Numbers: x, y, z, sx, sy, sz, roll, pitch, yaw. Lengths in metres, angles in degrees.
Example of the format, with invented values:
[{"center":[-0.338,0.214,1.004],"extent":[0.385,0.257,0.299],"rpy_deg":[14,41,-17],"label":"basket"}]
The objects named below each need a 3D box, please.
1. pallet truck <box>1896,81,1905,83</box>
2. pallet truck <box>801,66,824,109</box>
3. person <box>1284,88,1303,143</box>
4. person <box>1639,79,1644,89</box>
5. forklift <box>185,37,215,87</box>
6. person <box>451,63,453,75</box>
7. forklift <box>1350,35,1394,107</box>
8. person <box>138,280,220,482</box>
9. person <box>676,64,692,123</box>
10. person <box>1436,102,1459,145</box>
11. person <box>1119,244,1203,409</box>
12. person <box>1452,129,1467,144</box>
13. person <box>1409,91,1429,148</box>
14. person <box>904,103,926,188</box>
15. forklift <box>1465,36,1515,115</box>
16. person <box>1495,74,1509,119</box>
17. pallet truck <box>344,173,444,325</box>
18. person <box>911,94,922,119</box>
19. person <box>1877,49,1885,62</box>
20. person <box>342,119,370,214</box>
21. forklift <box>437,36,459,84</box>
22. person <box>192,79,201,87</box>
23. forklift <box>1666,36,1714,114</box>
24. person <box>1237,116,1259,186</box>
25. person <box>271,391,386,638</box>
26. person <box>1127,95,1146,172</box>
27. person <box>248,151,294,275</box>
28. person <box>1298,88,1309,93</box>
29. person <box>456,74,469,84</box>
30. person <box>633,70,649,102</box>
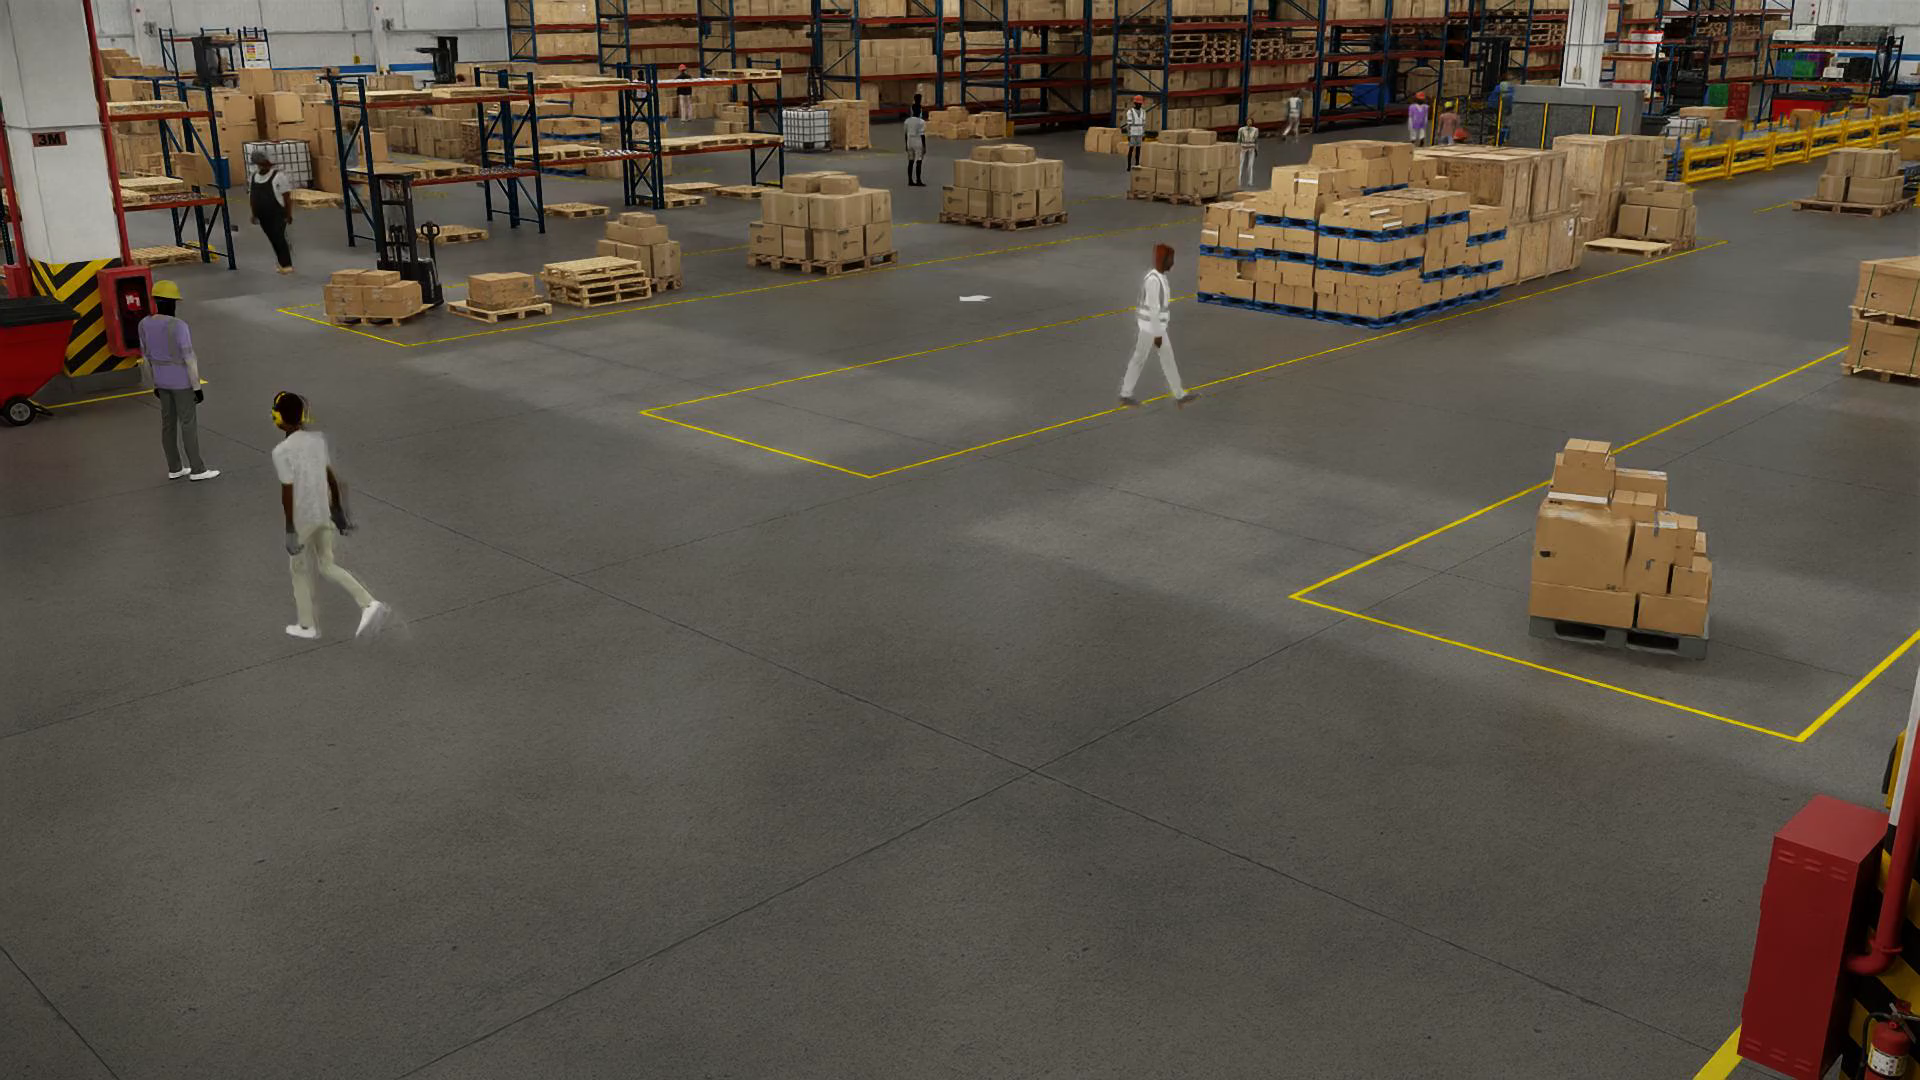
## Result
[{"center":[34.802,-16.331,61.455],"extent":[0.653,1.274,1.630],"rpy_deg":[17,25,41],"label":"pallet truck"},{"center":[-4.812,-15.182,56.903],"extent":[0.823,1.965,1.885],"rpy_deg":[-9,21,-26],"label":"pallet truck"},{"center":[10.154,-12.906,50.629],"extent":[0.480,1.627,0.518],"rpy_deg":[-17,25,-41],"label":"person"},{"center":[22.751,-14.694,56.026],"extent":[0.494,1.612,0.695],"rpy_deg":[-9,20,-26],"label":"person"},{"center":[-27.859,-17.141,61.425],"extent":[1.873,2.768,1.129],"rpy_deg":[1,18,3],"label":"forklift"},{"center":[-20.463,-18.451,66.931],"extent":[0.542,1.896,0.988],"rpy_deg":[-7,19,-19],"label":"person"},{"center":[15.928,-17.685,63.064],"extent":[1.873,2.768,1.129],"rpy_deg":[-9,20,-25],"label":"forklift"},{"center":[-7.457,-1.508,15.823],"extent":[0.586,1.921,0.375],"rpy_deg":[6,19,18],"label":"person"},{"center":[-9.661,-15.618,58.217],"extent":[0.610,1.996,0.378],"rpy_deg":[-15,24,-39],"label":"person"},{"center":[12.728,-10.479,43.180],"extent":[0.662,1.720,0.461],"rpy_deg":[8,20,22],"label":"person"},{"center":[2.235,-2.360,18.532],"extent":[0.966,1.825,0.643],"rpy_deg":[7,20,20],"label":"person"},{"center":[9.734,-7.121,32.779],"extent":[0.987,1.883,0.574],"rpy_deg":[-7,20,-21],"label":"person"},{"center":[12.285,-11.020,44.505],"extent":[0.544,1.892,0.932],"rpy_deg":[0,18,0],"label":"person"},{"center":[-1.053,-9.343,39.378],"extent":[0.608,1.960,0.371],"rpy_deg":[14,23,36],"label":"person"},{"center":[19.973,-17.201,61.605],"extent":[1.873,2.768,1.129],"rpy_deg":[16,24,40],"label":"forklift"},{"center":[19.381,-15.852,59.508],"extent":[0.534,1.616,0.484],"rpy_deg":[-14,23,-35],"label":"person"},{"center":[-8.209,-4.181,23.757],"extent":[0.823,1.965,1.885],"rpy_deg":[3,19,9],"label":"pallet truck"},{"center":[-1.238,-11.820,47.271],"extent":[0.333,1.686,0.536],"rpy_deg":[7,20,20],"label":"person"},{"center":[43.334,-22.256,78.374],"extent":[0.637,1.889,1.001],"rpy_deg":[-3,19,-8],"label":"person"},{"center":[-12.665,-7.820,34.844],"extent":[0.522,1.915,0.725],"rpy_deg":[-6,19,-18],"label":"person"},{"center":[-18.949,-17.311,61.939],"extent":[1.129,2.768,1.873],"rpy_deg":[17,25,41],"label":"forklift"},{"center":[-23.232,-13.104,50.812],"extent":[0.655,1.883,1.004],"rpy_deg":[-12,22,-32],"label":"person"},{"center":[27.341,-17.291,61.877],"extent":[1.129,2.768,1.873],"rpy_deg":[17,25,41],"label":"forklift"},{"center":[6.840,-9.256,39.604],"extent":[0.514,1.643,0.307],"rpy_deg":[0,18,-1],"label":"person"},{"center":[-4.570,-0.141,11.852],"extent":[0.757,1.837,0.570],"rpy_deg":[8,20,24],"label":"person"},{"center":[4.539,-10.446,42.752],"extent":[0.541,1.930,0.385],"rpy_deg":[-9,20,-24],"label":"person"},{"center":[-11.365,-5.380,27.304],"extent":[0.691,2.000,0.704],"rpy_deg":[5,19,15],"label":"person"},{"center":[12.961,-17.006,62.931],"extent":[0.551,1.636,0.875],"rpy_deg":[15,24,38],"label":"person"},{"center":[-16.641,-14.637,55.598],"extent":[0.970,1.781,0.630],"rpy_deg":[8,20,22],"label":"person"},{"center":[-10.755,-14.870,56.103],"extent":[0.592,1.910,0.380],"rpy_deg":[-14,23,-36],"label":"person"}]
